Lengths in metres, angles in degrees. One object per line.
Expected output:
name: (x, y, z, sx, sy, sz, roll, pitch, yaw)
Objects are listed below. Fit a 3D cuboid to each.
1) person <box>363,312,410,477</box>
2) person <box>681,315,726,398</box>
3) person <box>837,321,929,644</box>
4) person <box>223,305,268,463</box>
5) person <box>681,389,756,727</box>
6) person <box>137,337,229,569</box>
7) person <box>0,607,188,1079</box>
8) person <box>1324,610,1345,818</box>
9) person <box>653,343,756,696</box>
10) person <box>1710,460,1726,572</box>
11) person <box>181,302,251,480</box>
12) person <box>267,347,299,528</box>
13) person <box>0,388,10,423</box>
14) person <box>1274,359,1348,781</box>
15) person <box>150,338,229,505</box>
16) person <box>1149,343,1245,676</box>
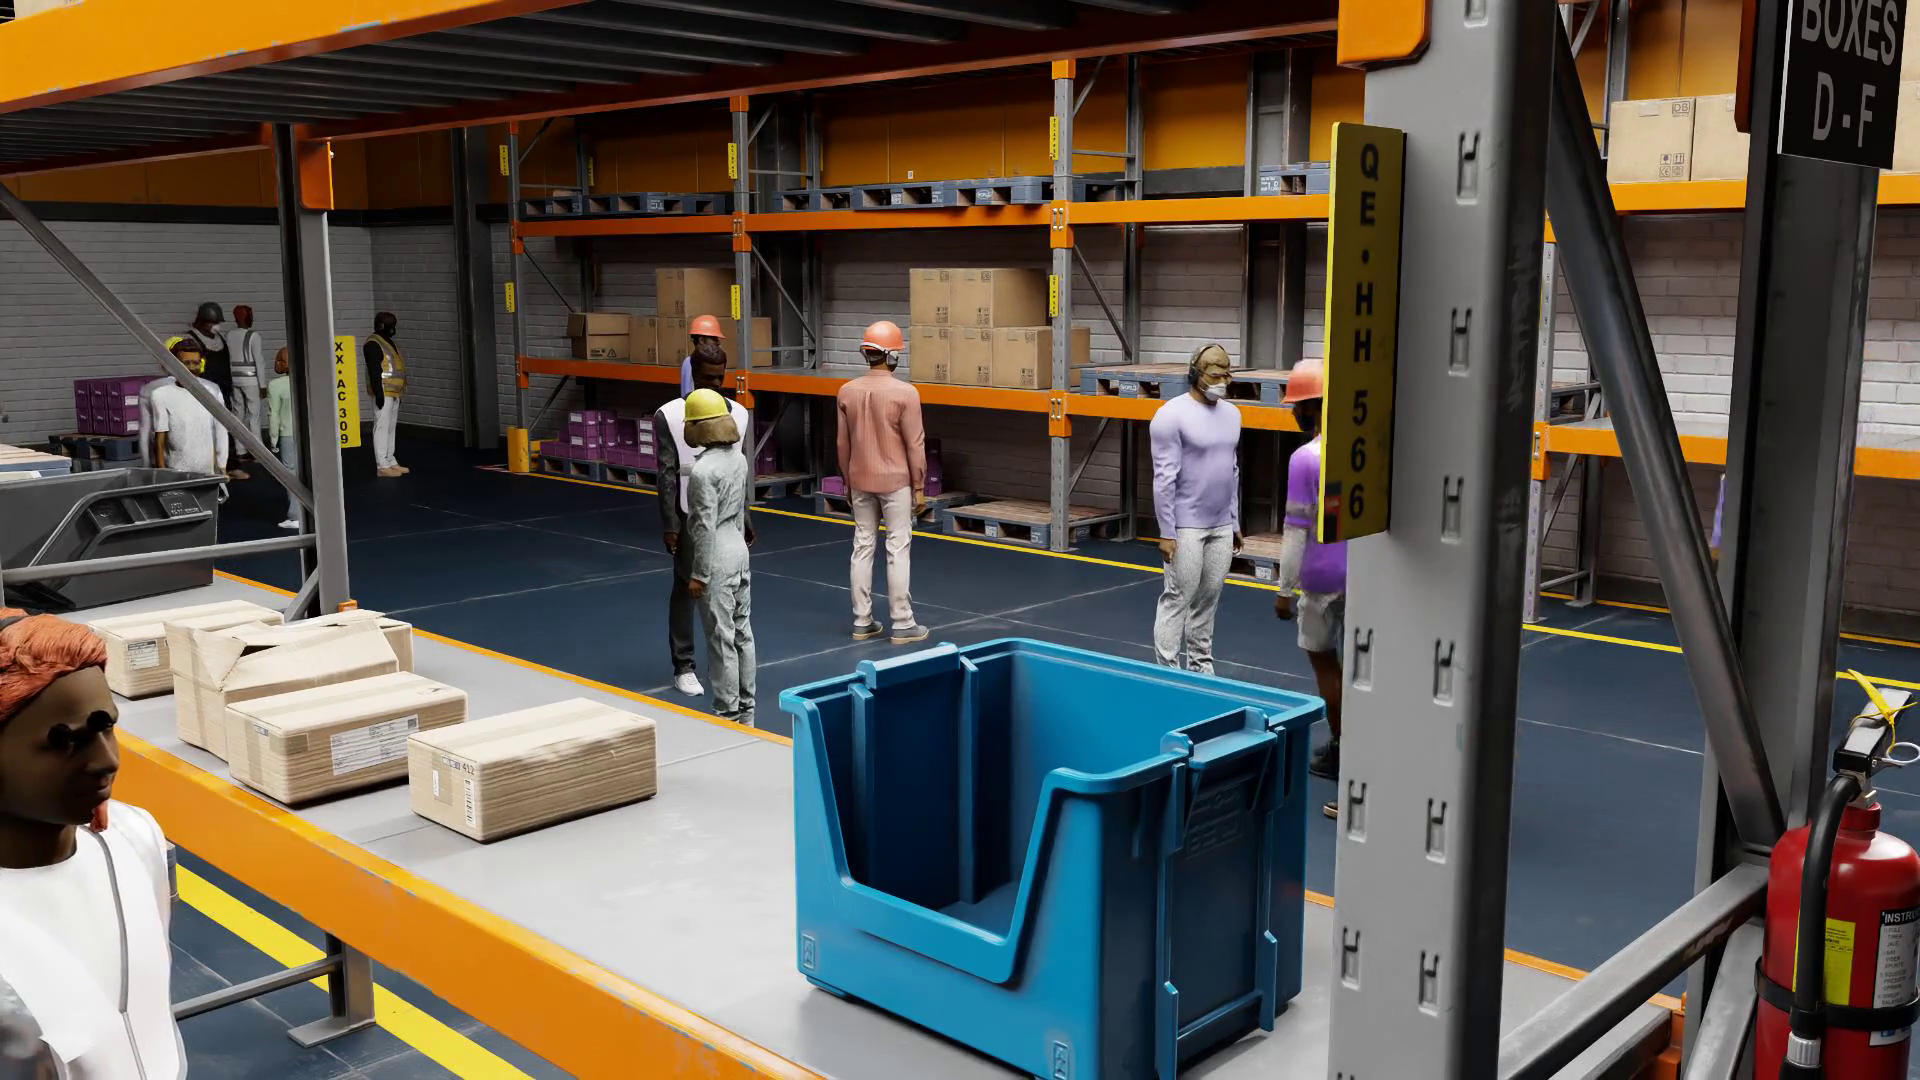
person: (-6.421, -1.632, 18.650, 0.429, 1.838, 0.621, 0, 9, -2)
person: (-2.125, -0.893, 13.813, 0.376, 1.934, 0.547, -5, 10, -27)
person: (-0.474, -0.351, 10.305, 0.611, 1.995, 0.375, 5, 11, 28)
person: (-8.543, -1.863, 19.917, 0.575, 1.883, 0.362, 4, 10, 22)
person: (-1.206, 0.127, 8.165, 0.311, 1.736, 0.483, 3, 10, 16)
person: (-5.810, -0.605, 12.420, 0.601, 1.801, 0.743, -6, 11, -33)
person: (-1.216, 1.019, 2.245, 0.337, 1.882, 0.584, 1, 9, 6)
person: (1.793, 0.240, 6.786, 0.372, 1.961, 0.601, -4, 10, -25)
person: (-1.400, -0.121, 9.146, 0.587, 1.914, 0.392, -9, 13, -43)
person: (4.055, -0.053, 8.391, 0.637, 2.022, 0.459, -4, 10, -25)
person: (-8.366, -1.668, 18.238, 0.960, 2.000, 0.697, 4, 10, 21)
person: (-5.958, -0.919, 14.927, 0.287, 1.626, 0.497, 7, 12, 37)
person: (-10.396, -1.370, 17.756, 0.526, 1.601, 0.780, 2, 10, 14)
person: (1.629, 0.152, 7.464, 0.571, 1.910, 0.475, -9, 13, -44)
person: (-5.052, -0.391, 10.949, 0.323, 1.865, 0.518, 4, 10, 23)
person: (1.257, -0.061, 8.716, 0.627, 1.934, 0.371, -8, 12, -41)
